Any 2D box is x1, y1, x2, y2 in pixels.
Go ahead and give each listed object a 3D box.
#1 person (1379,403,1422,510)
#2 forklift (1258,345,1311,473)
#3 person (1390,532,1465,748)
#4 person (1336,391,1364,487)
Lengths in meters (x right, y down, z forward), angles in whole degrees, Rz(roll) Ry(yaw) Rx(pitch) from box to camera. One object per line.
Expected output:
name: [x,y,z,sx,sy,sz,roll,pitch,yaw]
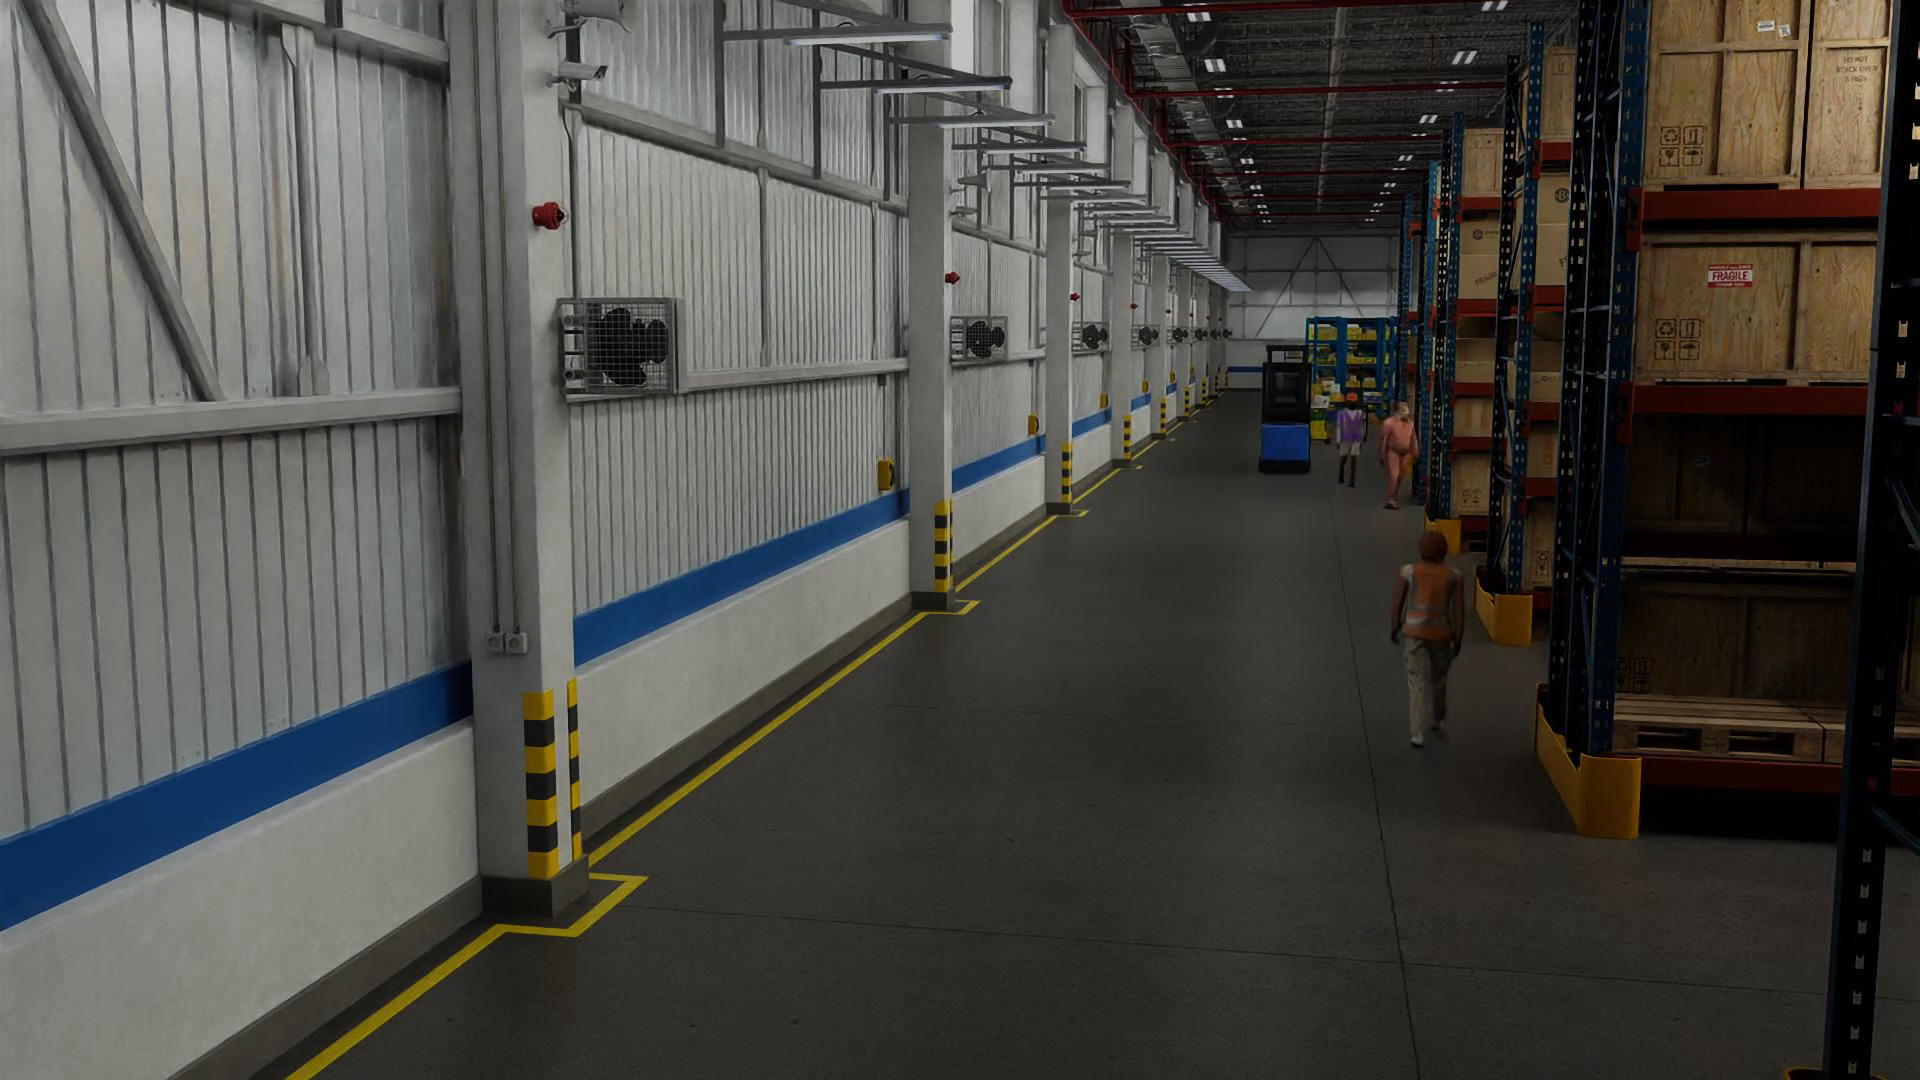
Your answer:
person: [7.697,-1.474,29.215,0.664,1.881,0.655,-3,8,-26]
forklift: [7.231,-2.933,36.874,1.129,2.768,1.873,1,7,12]
person: [3.543,0.736,12.620,0.530,1.591,0.875,1,7,11]
person: [7.814,-2.017,33.322,0.561,1.927,0.523,0,7,-2]
